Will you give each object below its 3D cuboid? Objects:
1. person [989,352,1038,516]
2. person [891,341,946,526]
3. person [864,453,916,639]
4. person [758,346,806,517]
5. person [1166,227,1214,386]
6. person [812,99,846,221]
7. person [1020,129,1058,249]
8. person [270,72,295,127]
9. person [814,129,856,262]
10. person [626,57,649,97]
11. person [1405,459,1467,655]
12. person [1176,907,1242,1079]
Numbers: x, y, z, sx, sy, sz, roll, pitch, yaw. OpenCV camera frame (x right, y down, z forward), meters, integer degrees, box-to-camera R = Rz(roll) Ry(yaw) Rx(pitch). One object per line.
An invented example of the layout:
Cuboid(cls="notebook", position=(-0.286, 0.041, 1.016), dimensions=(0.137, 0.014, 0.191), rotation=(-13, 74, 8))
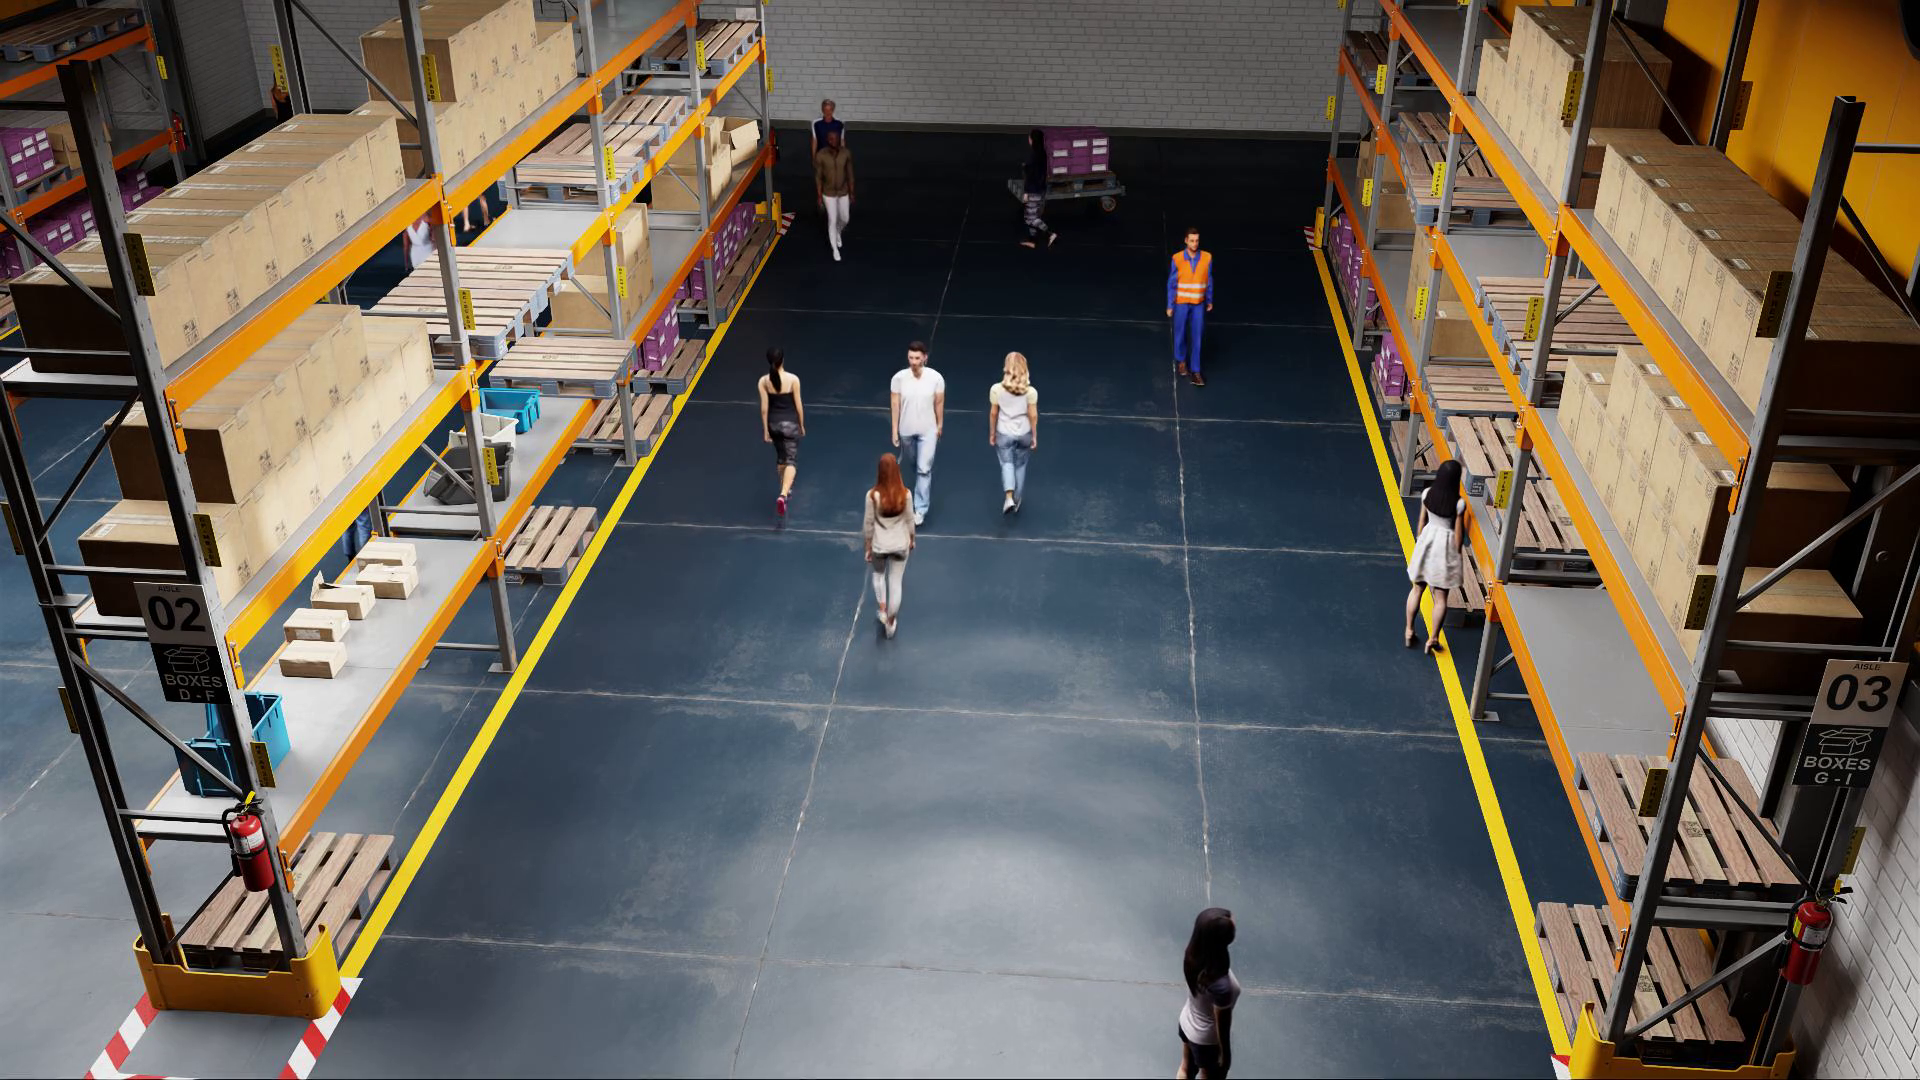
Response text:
Cuboid(cls="person", position=(0.513, -0.978, 16.237), dimensions=(0.629, 1.709, 0.846), rotation=(3, 29, 5))
Cuboid(cls="person", position=(-0.392, -1.124, 16.389), dimensions=(0.788, 1.819, 1.214), rotation=(5, 29, 9))
Cuboid(cls="person", position=(-0.600, 0.092, 14.288), dimensions=(0.642, 1.696, 0.679), rotation=(-2, 29, -3))
Cuboid(cls="person", position=(-1.750, -1.049, 16.374), dimensions=(0.574, 1.702, 1.016), rotation=(2, 29, 3))
Cuboid(cls="person", position=(2.657, -2.774, 19.399), dimensions=(0.803, 1.835, 1.078), rotation=(-1, 29, -2))
Cuboid(cls="person", position=(-1.945, -5.707, 24.789), dimensions=(0.737, 1.821, 0.810), rotation=(-5, 29, -8))
Cuboid(cls="person", position=(1.127, -4.905, 23.424), dimensions=(0.889, 1.720, 0.905), rotation=(17, 33, 28))
Cuboid(cls="person", position=(-10.808, -6.728, 26.766), dimensions=(0.607, 1.720, 0.534), rotation=(4, 29, 8))
Cuboid(cls="person", position=(-1.759, -4.859, 23.248), dimensions=(0.897, 1.809, 0.963), rotation=(-9, 30, -15))
Cuboid(cls="person", position=(-5.168, -7.042, 27.280), dimensions=(1.003, 1.779, 0.936), rotation=(-23, 36, -36))
Cuboid(cls="person", position=(4.052, 0.133, 14.139), dimensions=(0.783, 1.769, 0.819), rotation=(22, 36, 35))
Cuboid(cls="person", position=(1.388, 2.756, 9.396), dimensions=(0.727, 1.706, 0.596), rotation=(-9, 30, -16))
